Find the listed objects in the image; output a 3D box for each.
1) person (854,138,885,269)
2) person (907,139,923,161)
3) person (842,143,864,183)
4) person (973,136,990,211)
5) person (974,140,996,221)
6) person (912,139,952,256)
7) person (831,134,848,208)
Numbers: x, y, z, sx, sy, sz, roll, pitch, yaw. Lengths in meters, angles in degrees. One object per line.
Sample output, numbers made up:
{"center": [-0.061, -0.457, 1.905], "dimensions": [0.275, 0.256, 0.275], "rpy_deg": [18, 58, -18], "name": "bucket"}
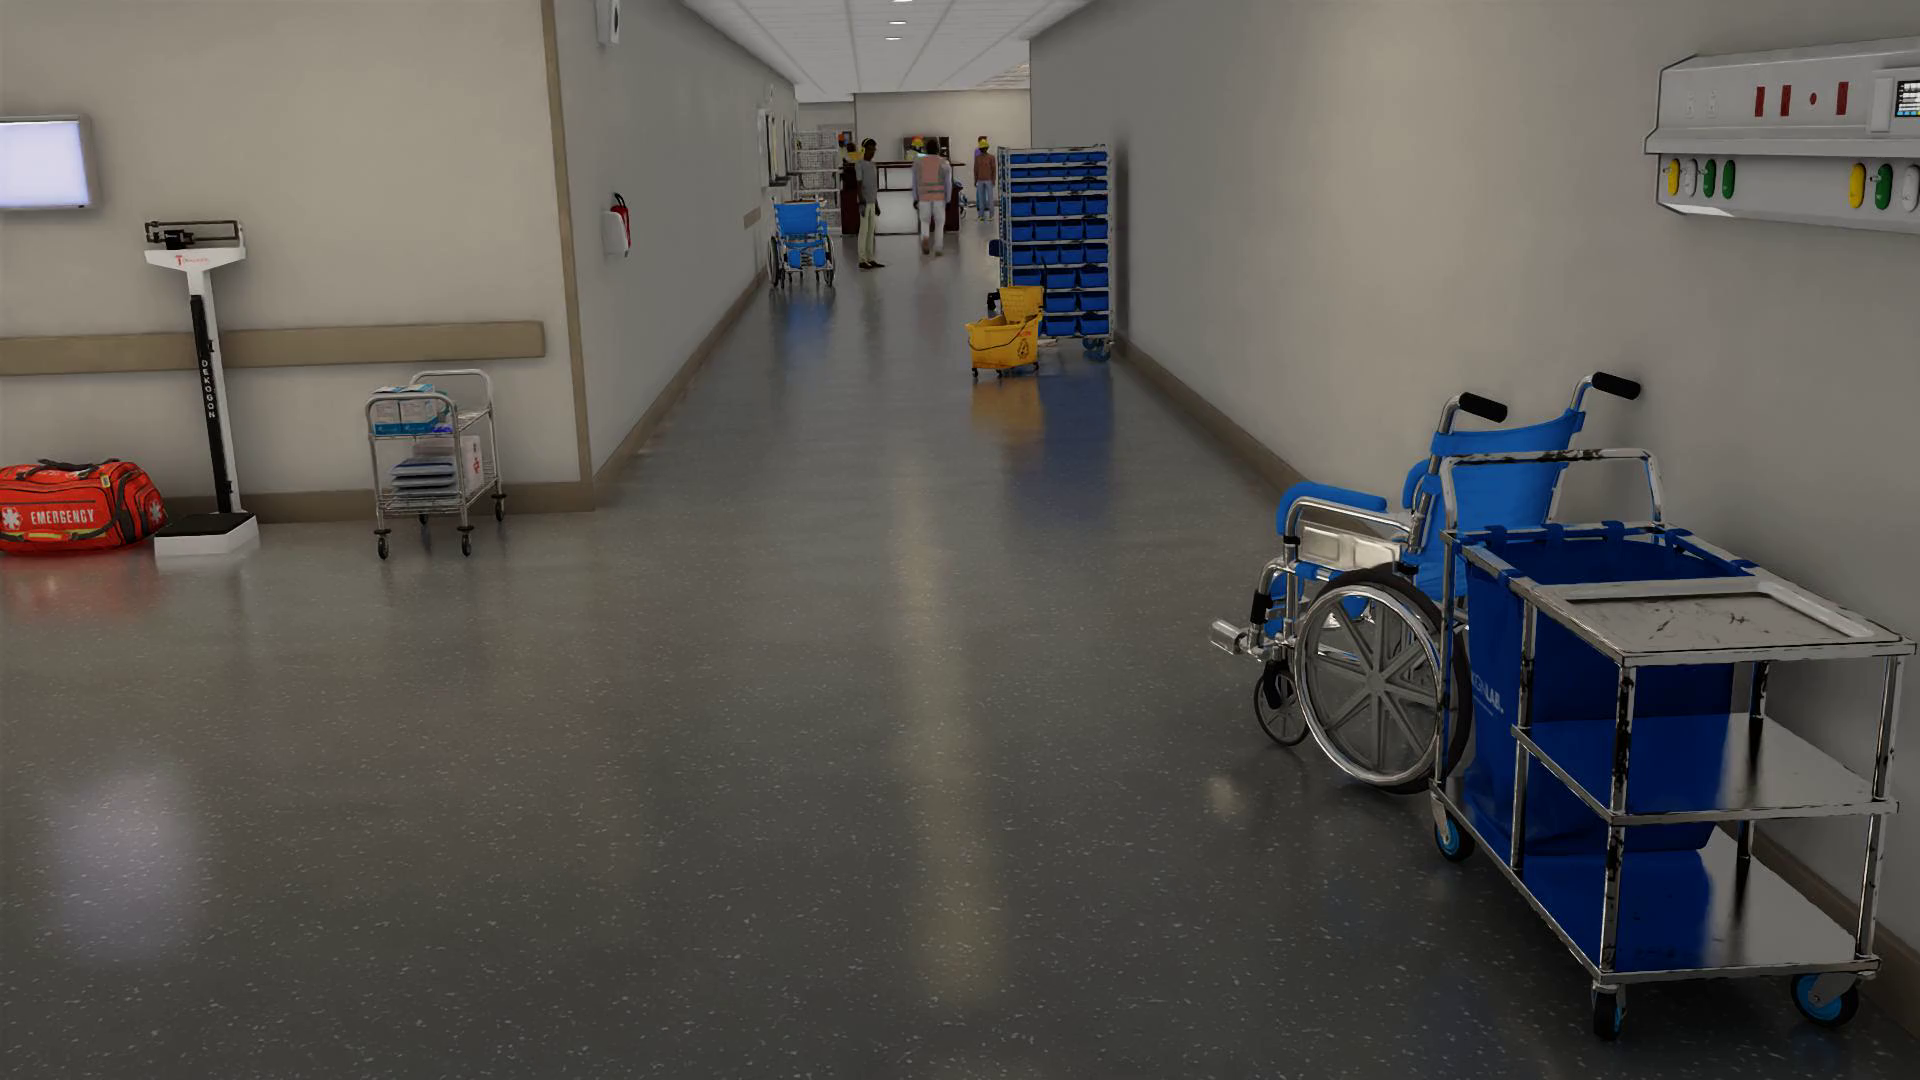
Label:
{"center": [-1.321, -4.882, 24.179], "dimensions": [0.332, 1.865, 0.520], "rpy_deg": [6, 15, 27], "name": "person"}
{"center": [-1.027, -8.607, 39.539], "dimensions": [0.403, 1.824, 0.596], "rpy_deg": [-10, 16, -30], "name": "person"}
{"center": [-2.558, -8.947, 41.224], "dimensions": [0.663, 1.783, 0.923], "rpy_deg": [-9, 15, -27], "name": "person"}
{"center": [0.547, -9.171, 41.619], "dimensions": [0.390, 1.846, 0.564], "rpy_deg": [-7, 15, -22], "name": "person"}
{"center": [0.544, -7.918, 36.641], "dimensions": [0.533, 1.765, 0.329], "rpy_deg": [5, 15, 27], "name": "person"}
{"center": [-0.435, -5.349, 26.063], "dimensions": [0.642, 1.829, 0.580], "rpy_deg": [0, 14, 7], "name": "person"}
{"center": [-3.256, -10.180, 45.900], "dimensions": [0.612, 1.995, 0.392], "rpy_deg": [-8, 15, -23], "name": "person"}
